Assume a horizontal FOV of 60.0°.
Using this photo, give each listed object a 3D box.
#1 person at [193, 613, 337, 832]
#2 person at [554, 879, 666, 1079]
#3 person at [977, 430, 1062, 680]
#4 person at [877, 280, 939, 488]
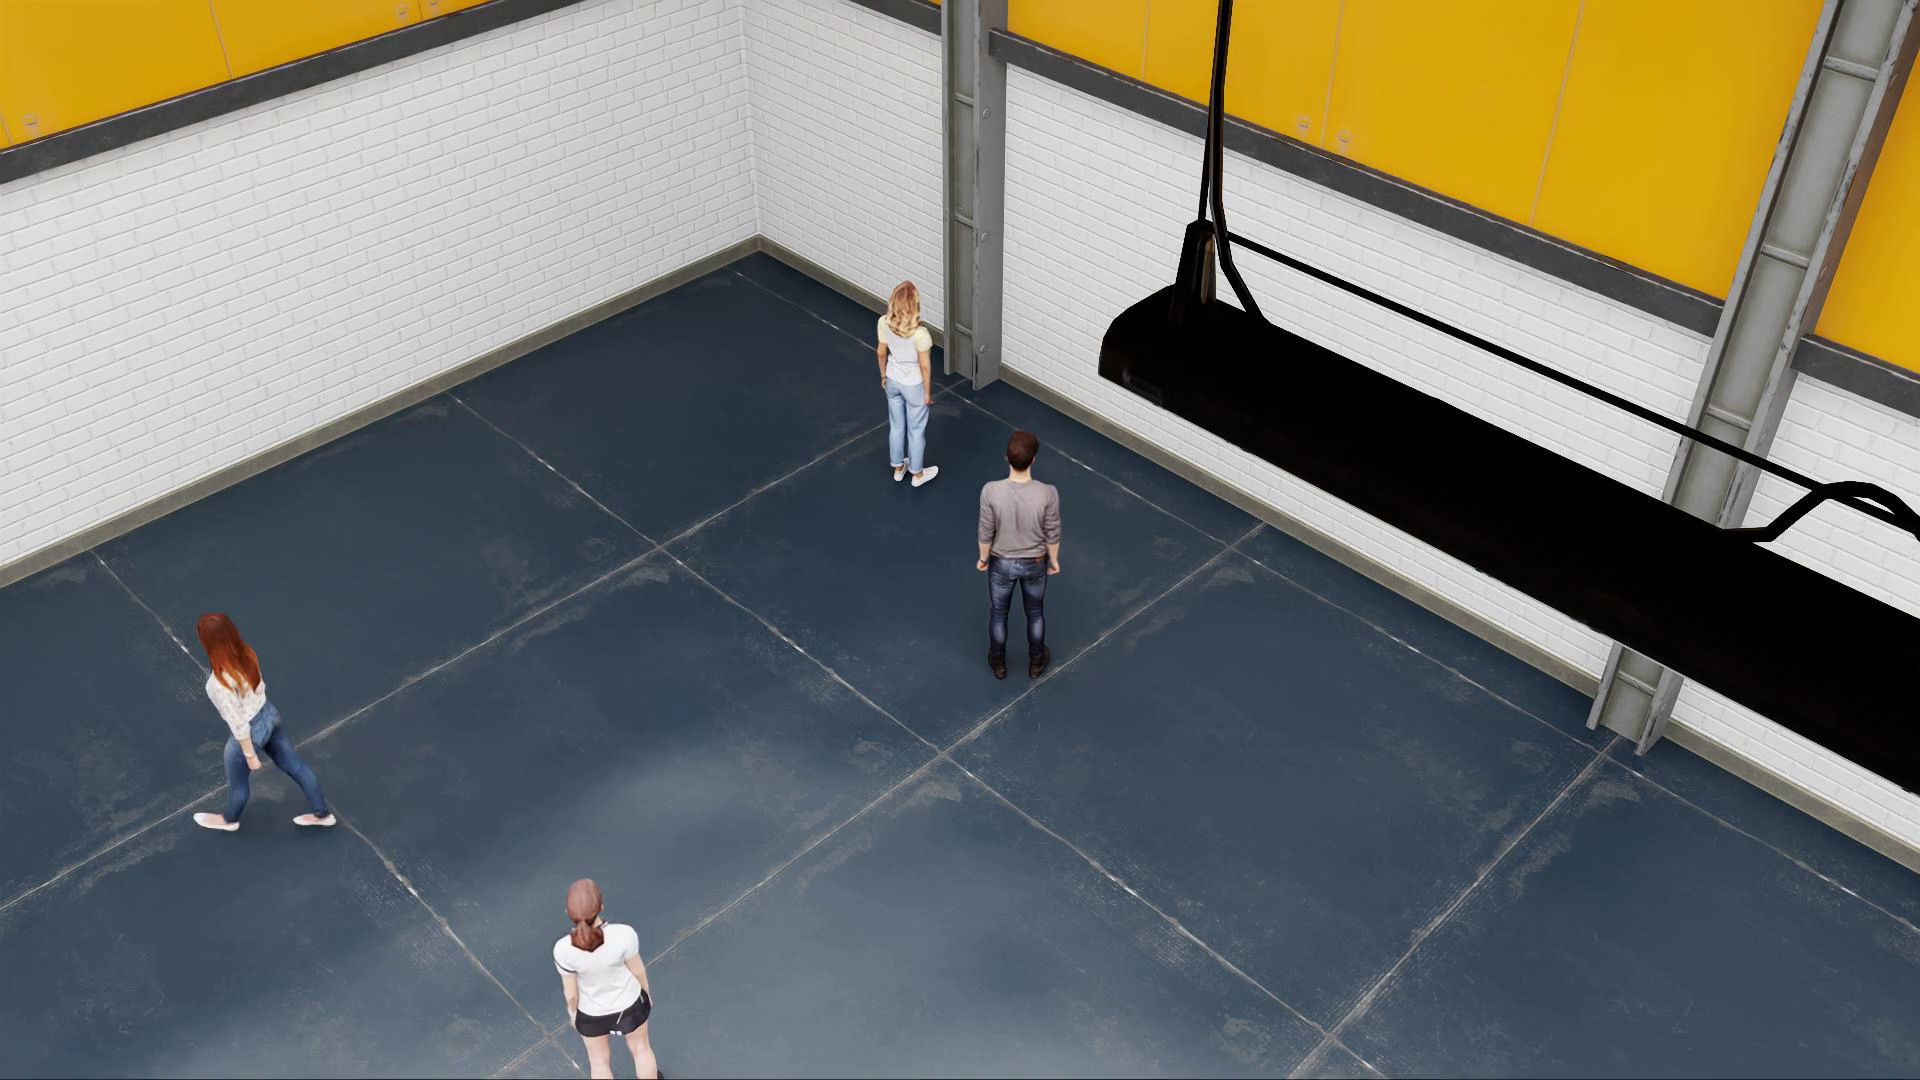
[{"bbox_3d":[-4.018,1.107,9.669,1.105,1.697,0.978,4,39,4],"label":"person"},{"bbox_3d":[-1.722,2.280,8.157,0.657,1.752,0.690,-12,40,-14],"label":"person"},{"bbox_3d":[0.377,0.129,10.729,0.767,1.903,0.835,1,39,1],"label":"person"},{"bbox_3d":[-0.401,-1.166,12.495,0.551,1.722,0.728,22,43,25],"label":"person"}]
